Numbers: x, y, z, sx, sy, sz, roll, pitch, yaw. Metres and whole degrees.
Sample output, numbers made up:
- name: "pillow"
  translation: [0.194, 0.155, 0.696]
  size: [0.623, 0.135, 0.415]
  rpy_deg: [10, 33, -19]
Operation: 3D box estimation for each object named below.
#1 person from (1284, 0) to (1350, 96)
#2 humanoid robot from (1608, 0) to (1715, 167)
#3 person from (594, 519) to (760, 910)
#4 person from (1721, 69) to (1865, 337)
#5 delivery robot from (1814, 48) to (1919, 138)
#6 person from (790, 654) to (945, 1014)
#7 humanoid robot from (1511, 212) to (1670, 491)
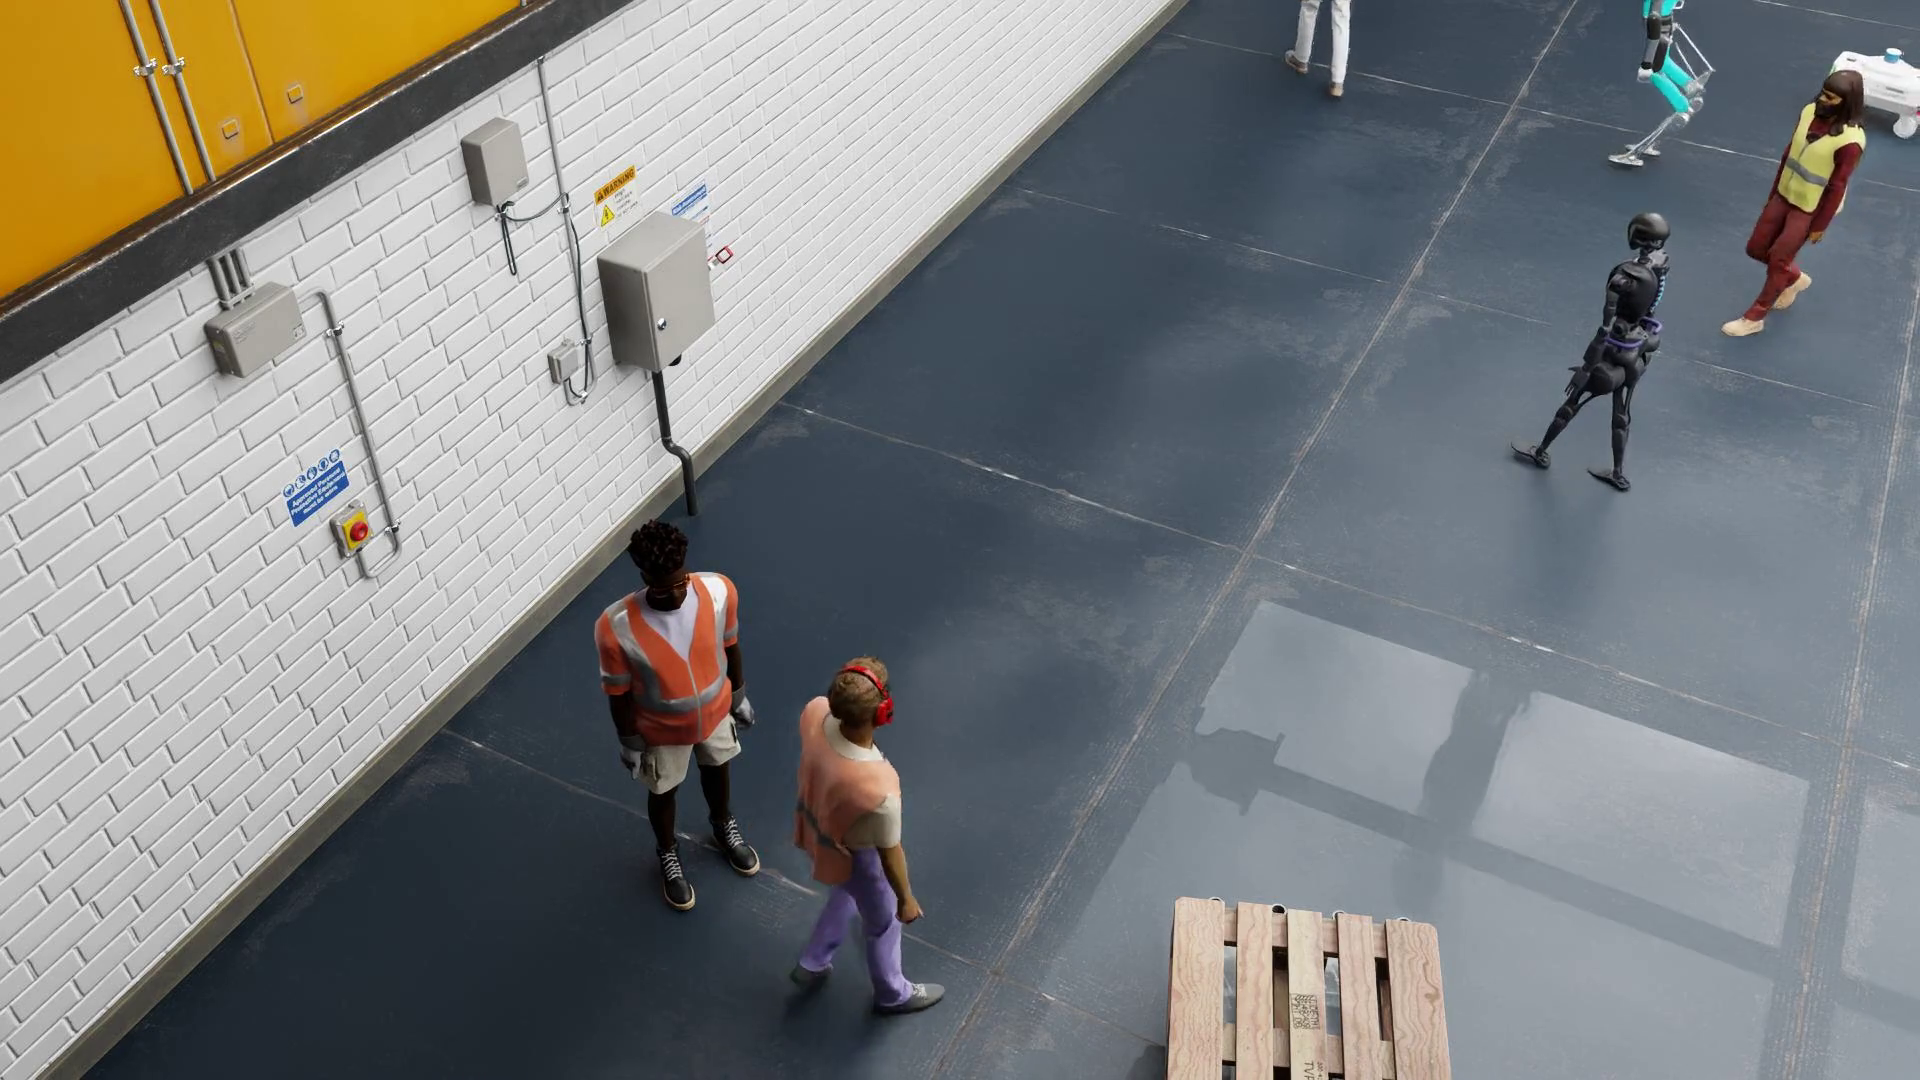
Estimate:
- name: "person"
  translation: [2.841, -4.363, 12.693]
  size: [0.617, 1.853, 0.834]
  rpy_deg: [-6, 41, -6]
- name: "humanoid robot"
  translation: [5.032, -3.419, 11.619]
  size: [0.740, 1.719, 0.530]
  rpy_deg: [18, 44, 19]
- name: "person"
  translation: [-1.116, 0.703, 6.726]
  size: [0.601, 1.965, 0.368]
  rpy_deg: [-24, 46, -25]
- name: "person"
  translation: [5.104, -2.020, 10.040]
  size: [0.516, 1.754, 0.485]
  rpy_deg: [-11, 42, -13]
- name: "delivery robot"
  translation: [6.947, -3.419, 12.584]
  size: [0.797, 0.595, 0.499]
  rpy_deg: [27, 48, 28]
- name: "person"
  translation: [-0.387, 1.182, 6.274]
  size: [0.487, 1.826, 0.598]
  rpy_deg: [-20, 45, -22]
- name: "humanoid robot"
  translation: [3.509, -1.038, 8.975]
  size: [0.608, 1.633, 0.658]
  rpy_deg: [-29, 49, -30]
